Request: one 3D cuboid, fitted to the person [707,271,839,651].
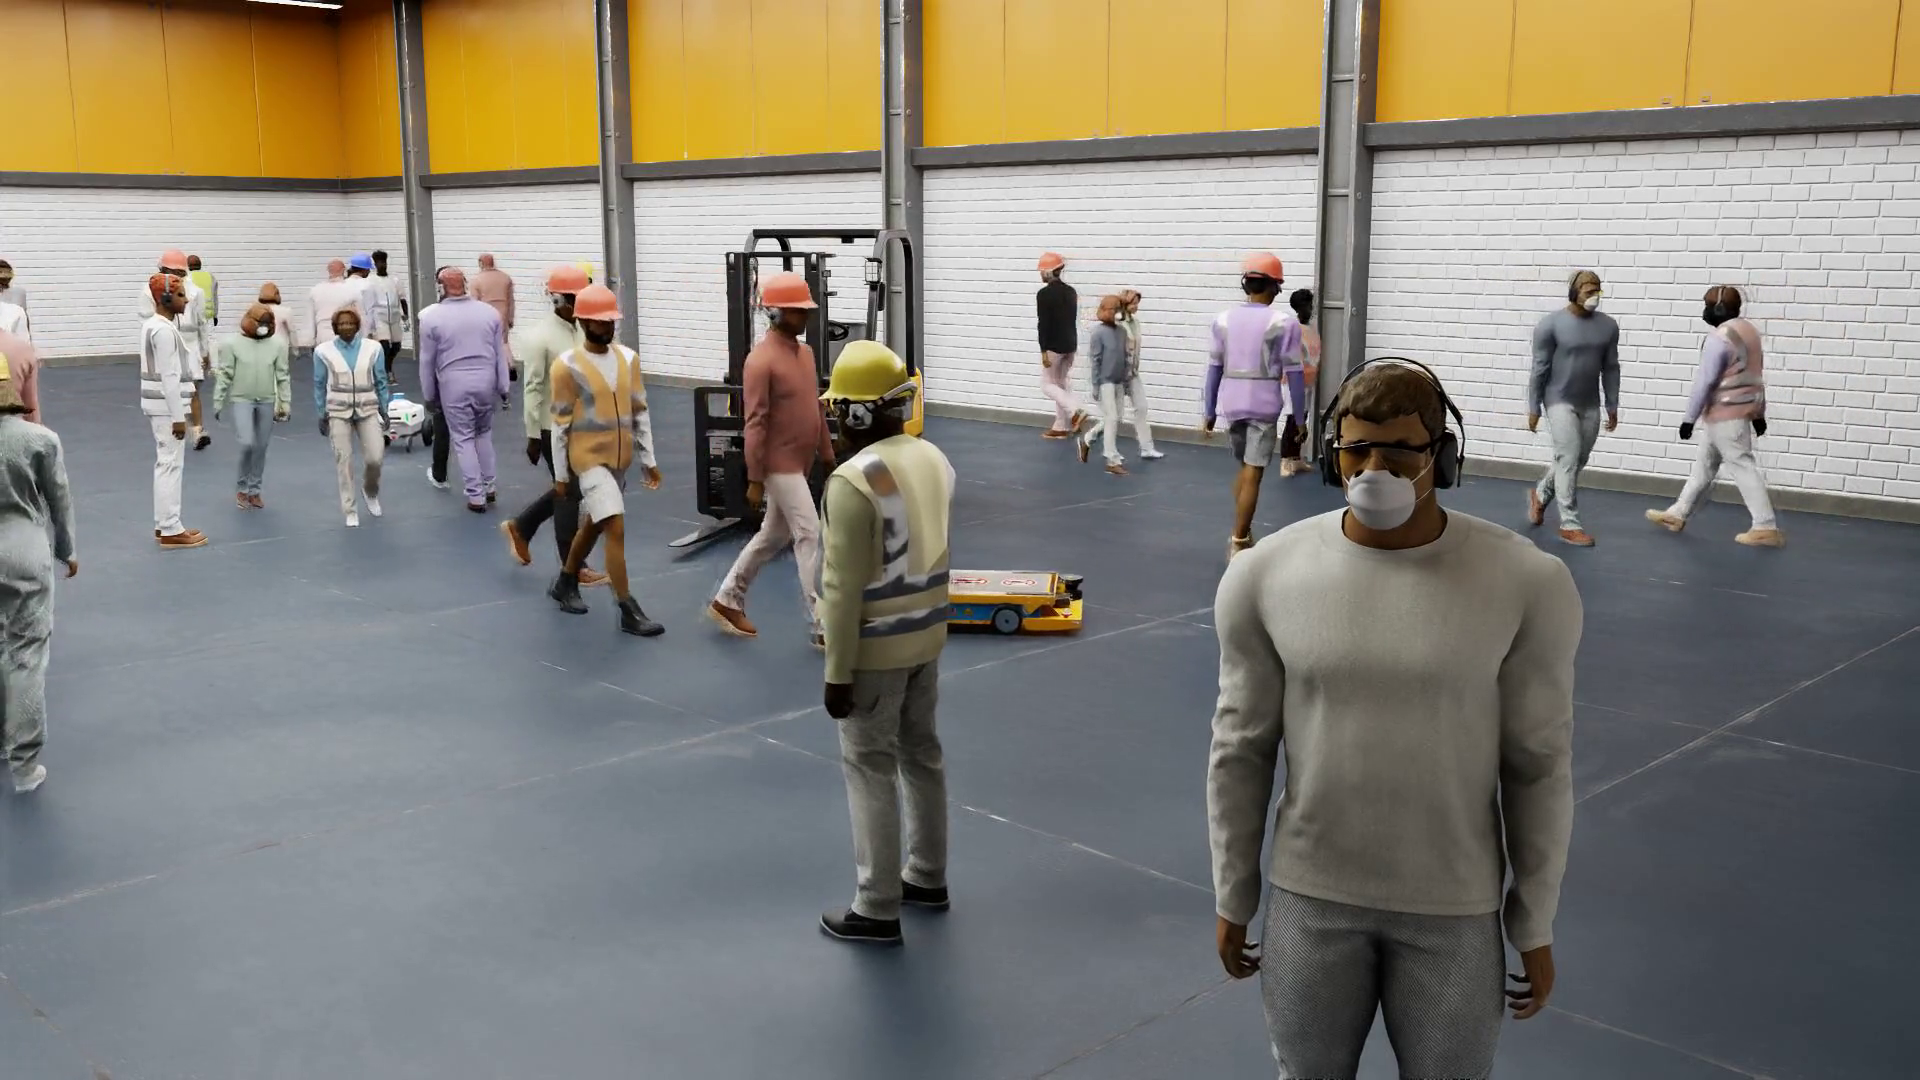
[{"bbox_3d":[-0.931,-0.407,8.601,0.996,1.958,0.605,3,11,16],"label":"person"}]

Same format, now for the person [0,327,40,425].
[{"bbox_3d":[-5.493,-0.515,9.382,0.647,1.880,0.648,6,12,29],"label":"person"}]

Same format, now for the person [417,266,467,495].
[{"bbox_3d":[-4.192,-1.316,13.772,0.592,1.867,0.998,-6,12,-30],"label":"person"}]

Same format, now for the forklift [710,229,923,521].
[{"bbox_3d":[-1.050,-1.319,12.920,1.214,2.155,2.313,2,11,13],"label":"forklift"}]

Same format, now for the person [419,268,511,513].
[{"bbox_3d":[-3.873,-1.163,12.929,0.661,1.874,0.721,-7,13,-34],"label":"person"}]

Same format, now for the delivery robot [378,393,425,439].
[{"bbox_3d":[-5.592,-1.224,16.615,0.477,0.478,0.707,-1,10,-5],"label":"delivery robot"}]

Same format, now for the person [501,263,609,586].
[{"bbox_3d":[-2.527,-0.708,10.219,0.773,1.969,0.624,4,11,20],"label":"person"}]

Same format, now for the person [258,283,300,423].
[{"bbox_3d":[-7.886,-2.149,19.108,0.495,1.583,0.870,0,10,-1],"label":"person"}]

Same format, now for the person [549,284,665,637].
[{"bbox_3d":[-1.996,-0.457,9.087,1.026,1.887,0.542,8,13,37],"label":"person"}]

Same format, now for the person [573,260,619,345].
[{"bbox_3d":[-3.518,-1.708,15.836,0.594,1.901,0.759,0,10,1],"label":"person"}]

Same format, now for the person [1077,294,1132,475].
[{"bbox_3d":[1.306,-1.403,14.968,0.627,1.615,0.499,9,14,41],"label":"person"}]

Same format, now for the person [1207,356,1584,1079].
[{"bbox_3d":[0.750,0.640,2.976,0.630,1.934,0.365,4,11,20],"label":"person"}]

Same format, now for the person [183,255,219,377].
[{"bbox_3d":[-11.478,-3.369,25.067,0.429,1.840,0.629,7,12,32],"label":"person"}]

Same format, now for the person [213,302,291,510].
[{"bbox_3d":[-5.499,-1.039,12.963,0.569,1.604,0.496,-9,14,-41],"label":"person"}]

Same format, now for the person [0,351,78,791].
[{"bbox_3d":[-3.760,0.086,6.582,0.484,1.705,0.806,-4,11,-19],"label":"person"}]

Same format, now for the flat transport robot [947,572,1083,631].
[{"bbox_3d":[-0.039,0.322,9.216,1.431,0.197,0.652,1,10,5],"label":"flat transport robot"}]

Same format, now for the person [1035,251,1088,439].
[{"bbox_3d":[1.061,-2.000,17.257,0.612,1.975,0.664,-10,14,-44],"label":"person"}]

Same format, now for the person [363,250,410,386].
[{"bbox_3d":[-8.223,-3.177,23.768,0.623,1.933,0.783,-7,13,-34],"label":"person"}]

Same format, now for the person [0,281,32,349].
[{"bbox_3d":[-8.354,-1.421,14.402,0.584,1.861,0.778,-9,14,-42],"label":"person"}]

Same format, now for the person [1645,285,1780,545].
[{"bbox_3d":[5.338,-0.872,11.621,0.983,1.785,0.636,10,14,42],"label":"person"}]

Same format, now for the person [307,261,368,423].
[{"bbox_3d":[-7.112,-2.267,19.057,0.647,1.840,0.986,2,11,13],"label":"person"}]

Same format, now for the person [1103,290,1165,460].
[{"bbox_3d":[1.632,-1.540,15.699,0.645,1.616,0.532,9,14,40],"label":"person"}]

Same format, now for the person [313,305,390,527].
[{"bbox_3d":[-4.456,-0.904,12.208,0.528,1.625,0.368,-5,12,-26],"label":"person"}]

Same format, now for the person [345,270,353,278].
[{"bbox_3d":[-8.522,-2.920,23.085,0.541,1.650,0.786,-10,14,-44],"label":"person"}]

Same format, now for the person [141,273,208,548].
[{"bbox_3d":[-5.435,-0.887,11.441,0.346,1.877,0.575,-6,12,-30],"label":"person"}]

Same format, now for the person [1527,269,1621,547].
[{"bbox_3d":[4.268,-0.951,11.714,0.638,1.912,0.878,-3,11,-14],"label":"person"}]

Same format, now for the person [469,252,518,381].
[{"bbox_3d":[-6.664,-3.158,23.786,0.671,1.886,0.507,-10,14,-42],"label":"person"}]

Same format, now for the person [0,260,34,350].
[{"bbox_3d":[-10.936,-2.291,19.164,0.729,1.840,0.553,10,14,43],"label":"person"}]

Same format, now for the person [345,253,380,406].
[{"bbox_3d":[-7.369,-2.561,20.463,0.577,1.912,0.661,2,11,9],"label":"person"}]

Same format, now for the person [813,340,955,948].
[{"bbox_3d":[-0.241,0.311,5.055,0.403,1.823,0.596,6,12,29],"label":"person"}]

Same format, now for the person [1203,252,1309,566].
[{"bbox_3d":[1.956,-0.842,10.781,0.639,2.017,0.733,9,14,40],"label":"person"}]

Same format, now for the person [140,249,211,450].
[{"bbox_3d":[-7.779,-1.878,16.537,0.651,1.976,1.062,-7,13,-35],"label":"person"}]

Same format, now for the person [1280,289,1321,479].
[{"bbox_3d":[3.029,-1.385,14.723,0.322,1.666,0.658,8,13,37],"label":"person"}]
